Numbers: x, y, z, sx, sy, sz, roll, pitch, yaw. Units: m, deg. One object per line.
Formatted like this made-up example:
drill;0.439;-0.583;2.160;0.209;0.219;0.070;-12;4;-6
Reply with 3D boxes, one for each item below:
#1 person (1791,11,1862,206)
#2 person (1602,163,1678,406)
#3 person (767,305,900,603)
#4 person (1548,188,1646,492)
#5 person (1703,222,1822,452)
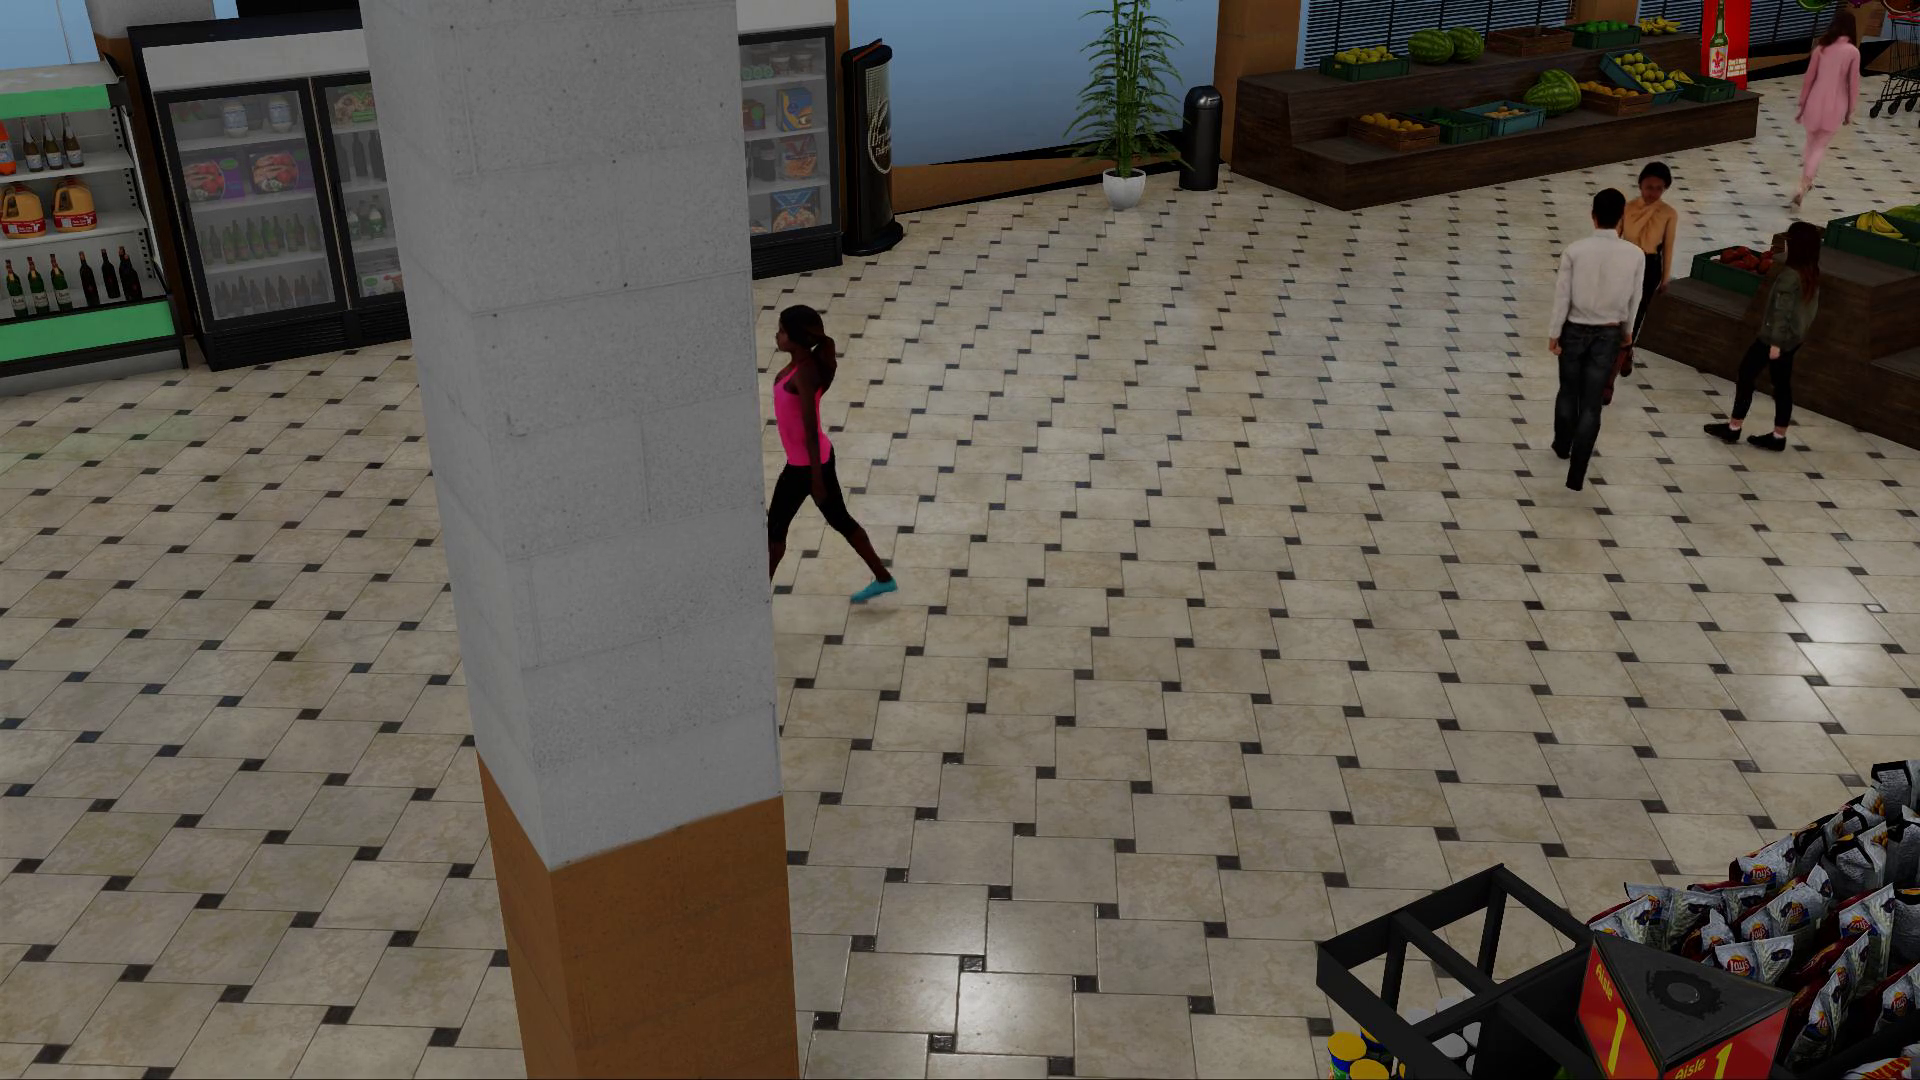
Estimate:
person;8.080;-3.986;15.586;0.956;1.756;1.228;17;31;30
person;4.622;-1.773;11.385;0.895;1.609;1.094;15;30;27
person;-0.685;-0.369;8.544;1.215;1.675;0.967;0;27;-1
person;3.797;-1.163;10.003;1.138;1.772;1.234;10;28;18
person;5.276;-1.256;10.533;0.752;1.458;0.732;23;35;37
